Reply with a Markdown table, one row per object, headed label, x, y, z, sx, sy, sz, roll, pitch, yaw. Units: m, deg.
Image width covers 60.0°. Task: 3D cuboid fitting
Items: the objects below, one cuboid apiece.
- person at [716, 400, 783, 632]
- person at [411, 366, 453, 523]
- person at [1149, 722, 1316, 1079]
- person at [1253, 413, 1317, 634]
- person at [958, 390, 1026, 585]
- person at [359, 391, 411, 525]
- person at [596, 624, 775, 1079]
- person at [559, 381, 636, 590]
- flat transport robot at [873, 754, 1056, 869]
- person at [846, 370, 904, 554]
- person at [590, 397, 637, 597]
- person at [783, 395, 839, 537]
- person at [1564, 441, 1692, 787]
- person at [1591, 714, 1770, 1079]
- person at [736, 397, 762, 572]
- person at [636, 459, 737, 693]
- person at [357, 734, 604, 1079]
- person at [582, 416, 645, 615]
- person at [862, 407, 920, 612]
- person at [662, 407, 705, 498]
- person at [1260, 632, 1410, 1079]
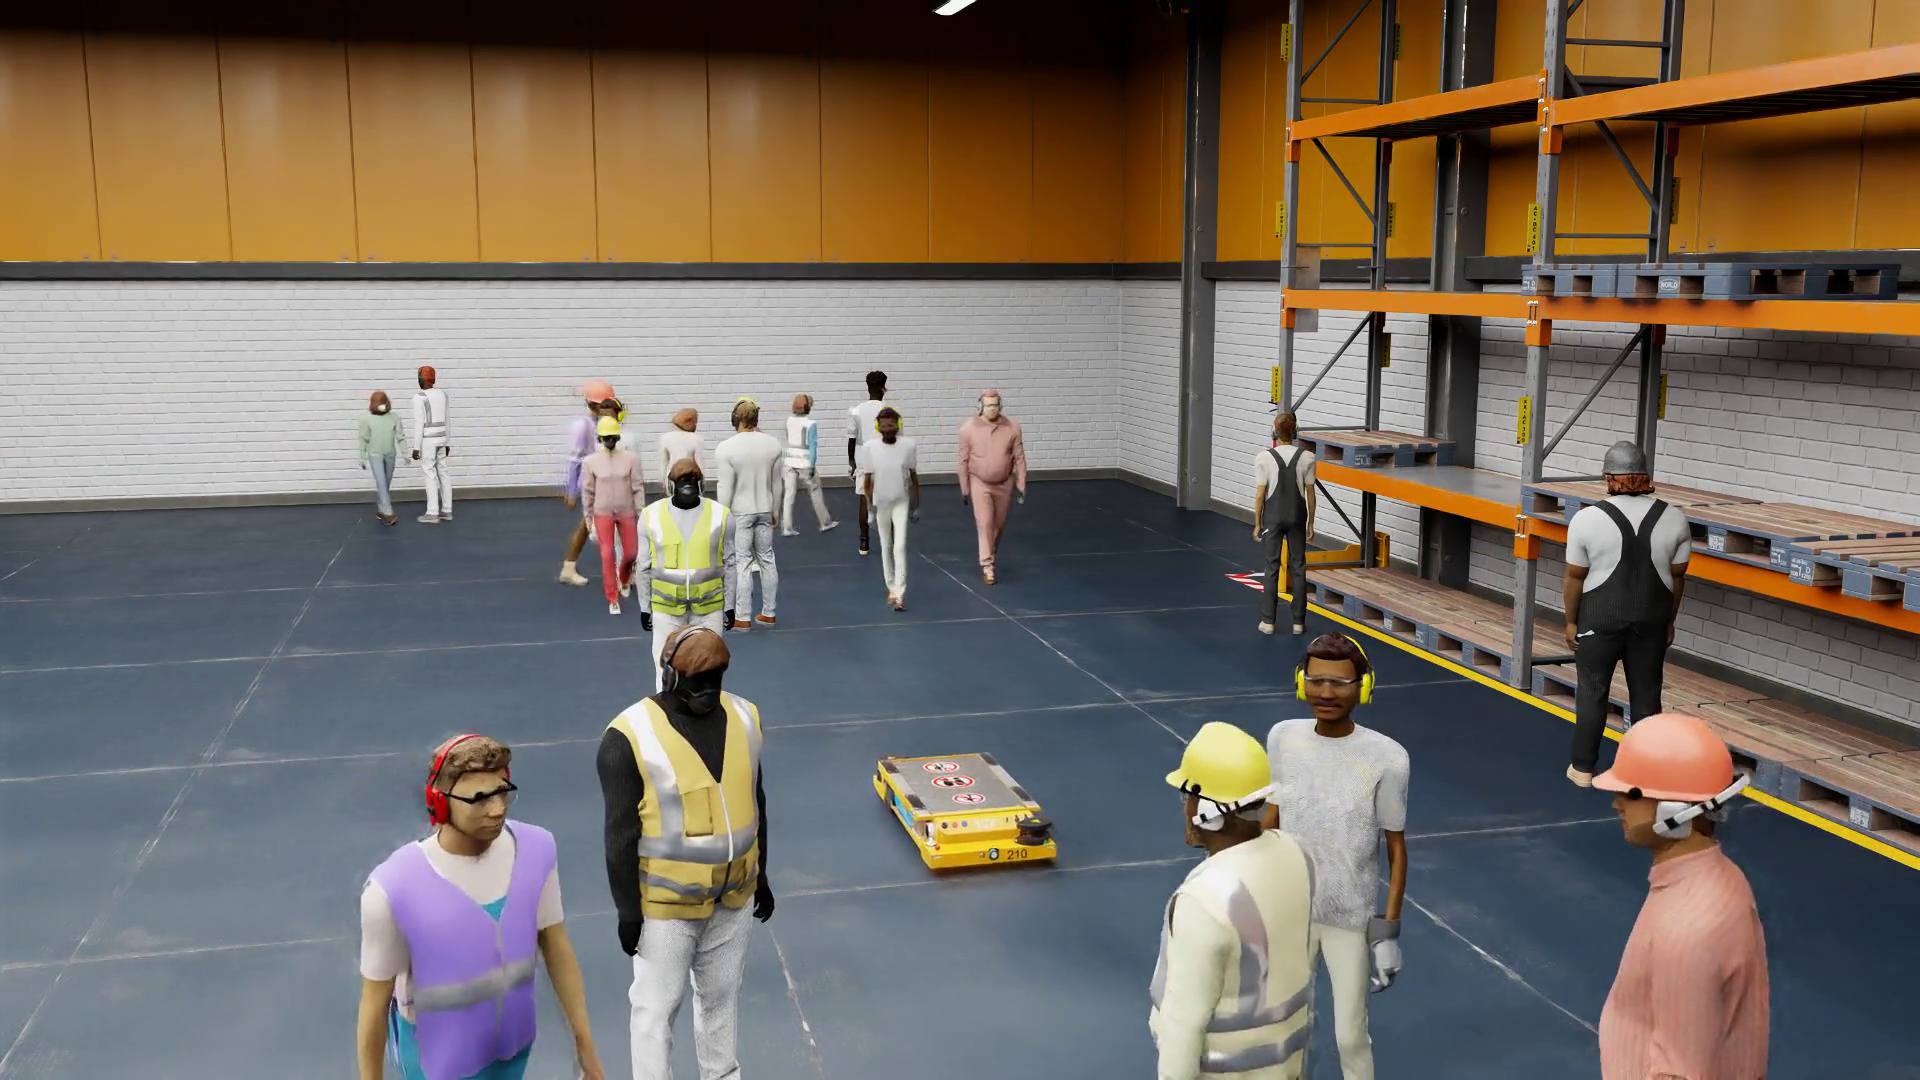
| label | x | y | z | sx | sy | sz | roll | pitch | yaw |
| --- | --- | --- | --- | --- | --- | --- | --- | --- | --- |
| person | -1.766 | -0.201 | 13.895 | 0.627 | 1.940 | 0.371 | -7 | 12 | -39 |
| person | -6.347 | -1.149 | 19.980 | 0.337 | 1.882 | 0.583 | 4 | 10 | 25 |
| person | 0.714 | 1.377 | 4.393 | 0.437 | 1.820 | 0.611 | 7 | 11 | 35 |
| person | 2.682 | -0.130 | 13.761 | 0.504 | 1.841 | 0.344 | 1 | 9 | 5 |
| person | 0.309 | -0.548 | 16.297 | 0.651 | 1.874 | 0.933 | -2 | 9 | -11 |
| person | -6.877 | -0.982 | 19.851 | 0.516 | 1.586 | 0.847 | -8 | 12 | -40 |
| person | -0.883 | 1.185 | 5.567 | 0.621 | 1.838 | 0.429 | -8 | 12 | -42 |
| person | -3.400 | -0.511 | 15.731 | 1.050 | 1.976 | 0.625 | 3 | 10 | 21 |
| flat transport robot | -0.008 | 1.419 | 8.973 | 0.652 | 0.197 | 1.431 | -2 | 9 | -14 |
| person | -0.893 | -0.819 | 17.685 | 0.613 | 1.956 | 0.373 | 1 | 9 | 4 |
| person | -3.210 | -0.395 | 15.373 | 0.533 | 1.849 | 0.428 | 5 | 10 | 29 |
| person | -1.746 | -0.854 | 19.014 | 0.518 | 1.606 | 0.801 | 6 | 11 | 35 |
| person | 3.830 | 0.425 | 9.669 | 0.680 | 2.000 | 0.535 | 1 | 9 | 6 |
| person | 1.646 | 1.376 | 3.931 | 0.447 | 1.973 | 0.645 | 5 | 10 | 29 |
| person | -2.101 | -0.556 | 16.690 | 0.359 | 1.759 | 0.521 | 1 | 9 | 6 |
| person | -1.699 | 0.411 | 10.371 | 0.628 | 1.846 | 0.429 | -2 | 9 | -10 |
| person | -1.200 | 1.393 | 4.359 | 0.939 | 1.796 | 0.595 | 6 | 11 | 34 |
| person | -3.061 | -0.238 | 14.692 | 0.544 | 1.749 | 0.567 | -3 | 10 | -18 |
| person | -0.610 | -0.275 | 14.748 | 0.501 | 1.805 | 0.924 | 0 | 9 | 1 |
| person | -2.874 | -0.568 | 17.176 | 0.526 | 1.608 | 0.418 | 2 | 9 | 15 |
| person | 1.158 | 1.207 | 5.305 | 0.531 | 1.876 | 0.322 | 7 | 11 | 37 |
